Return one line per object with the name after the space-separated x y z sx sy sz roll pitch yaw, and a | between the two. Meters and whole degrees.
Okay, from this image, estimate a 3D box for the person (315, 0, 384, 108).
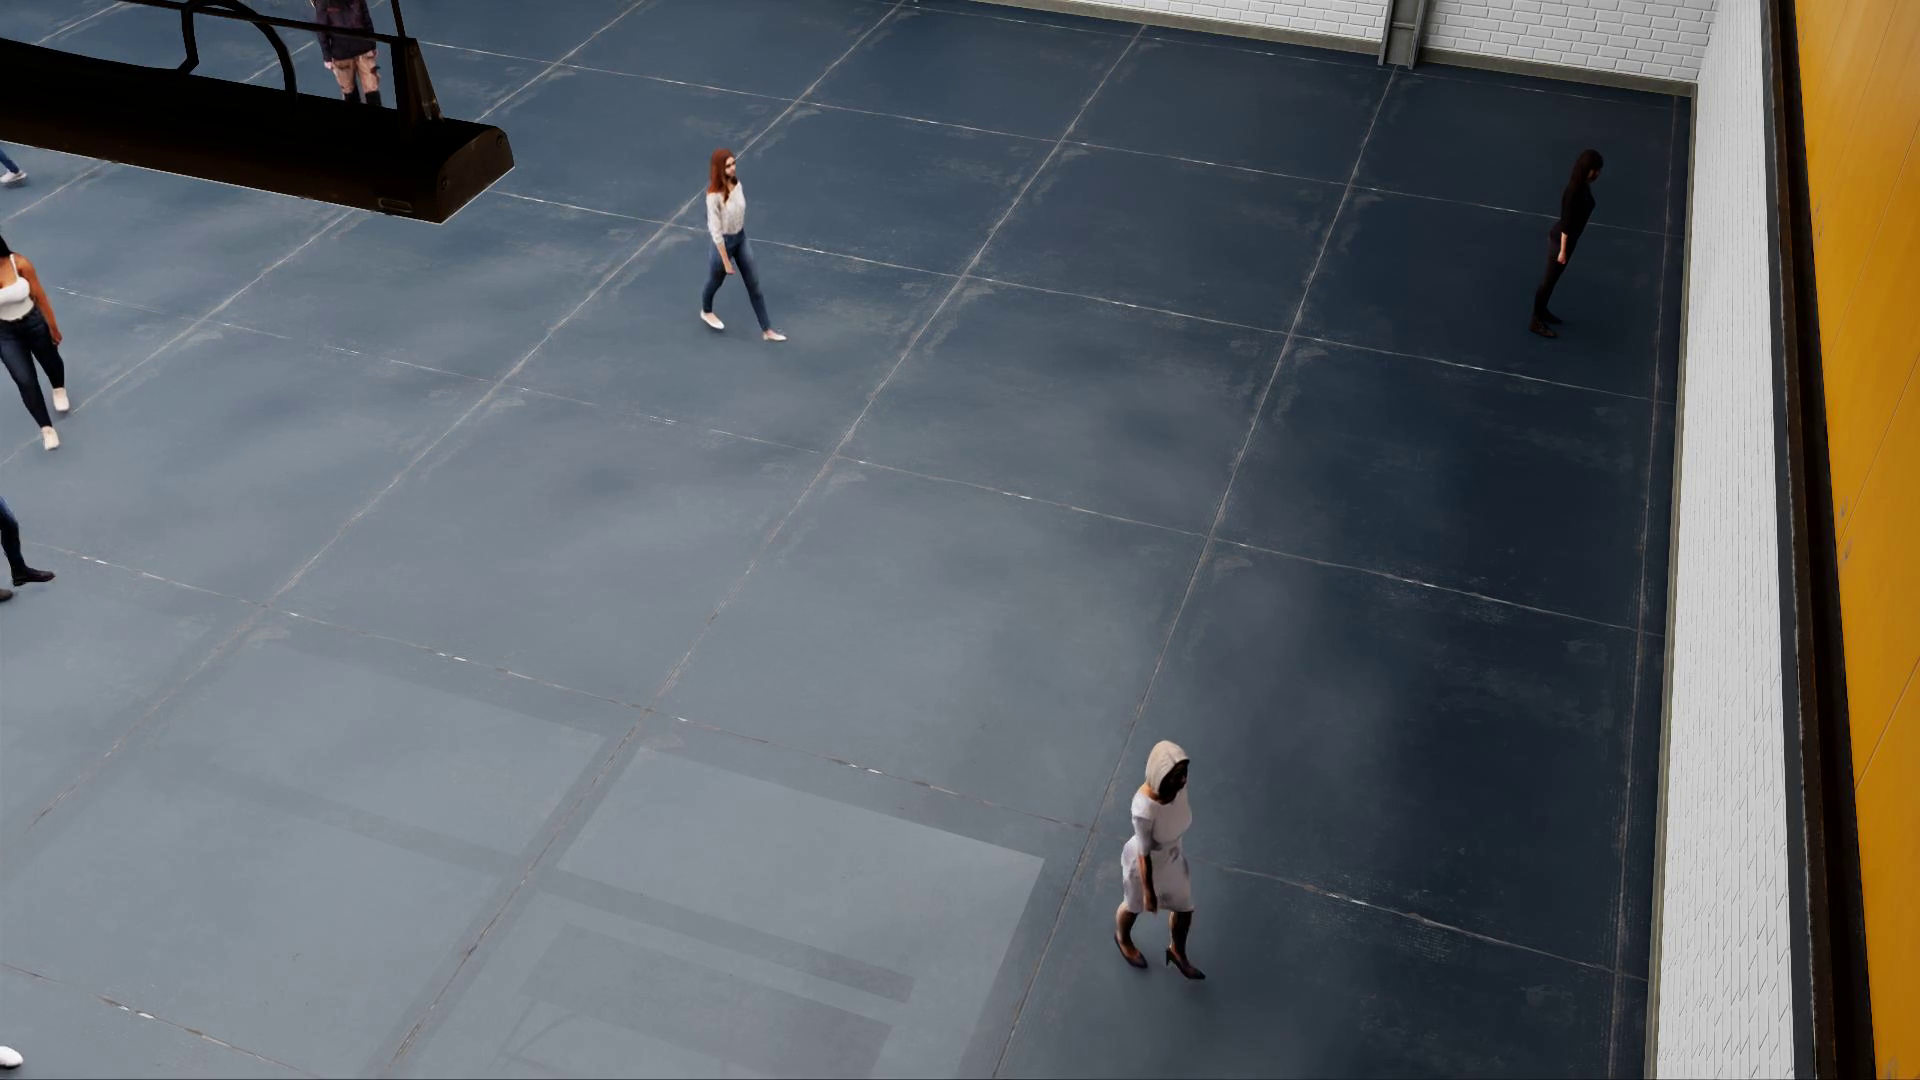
-6.148 -4.898 16.764 1.214 1.876 1.318 -19 42 -22 | person

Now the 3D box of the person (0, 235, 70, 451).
-7.200 -1.649 12.786 1.136 1.764 1.199 -16 41 -20 | person

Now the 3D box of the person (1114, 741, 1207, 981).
0.945 1.638 8.695 0.861 1.732 0.750 29 47 31 | person

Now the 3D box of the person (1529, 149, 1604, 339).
5.066 -2.519 13.974 0.560 1.640 0.615 20 43 23 | person

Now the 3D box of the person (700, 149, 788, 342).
-1.995 -2.441 13.844 1.210 1.681 0.865 28 46 30 | person
